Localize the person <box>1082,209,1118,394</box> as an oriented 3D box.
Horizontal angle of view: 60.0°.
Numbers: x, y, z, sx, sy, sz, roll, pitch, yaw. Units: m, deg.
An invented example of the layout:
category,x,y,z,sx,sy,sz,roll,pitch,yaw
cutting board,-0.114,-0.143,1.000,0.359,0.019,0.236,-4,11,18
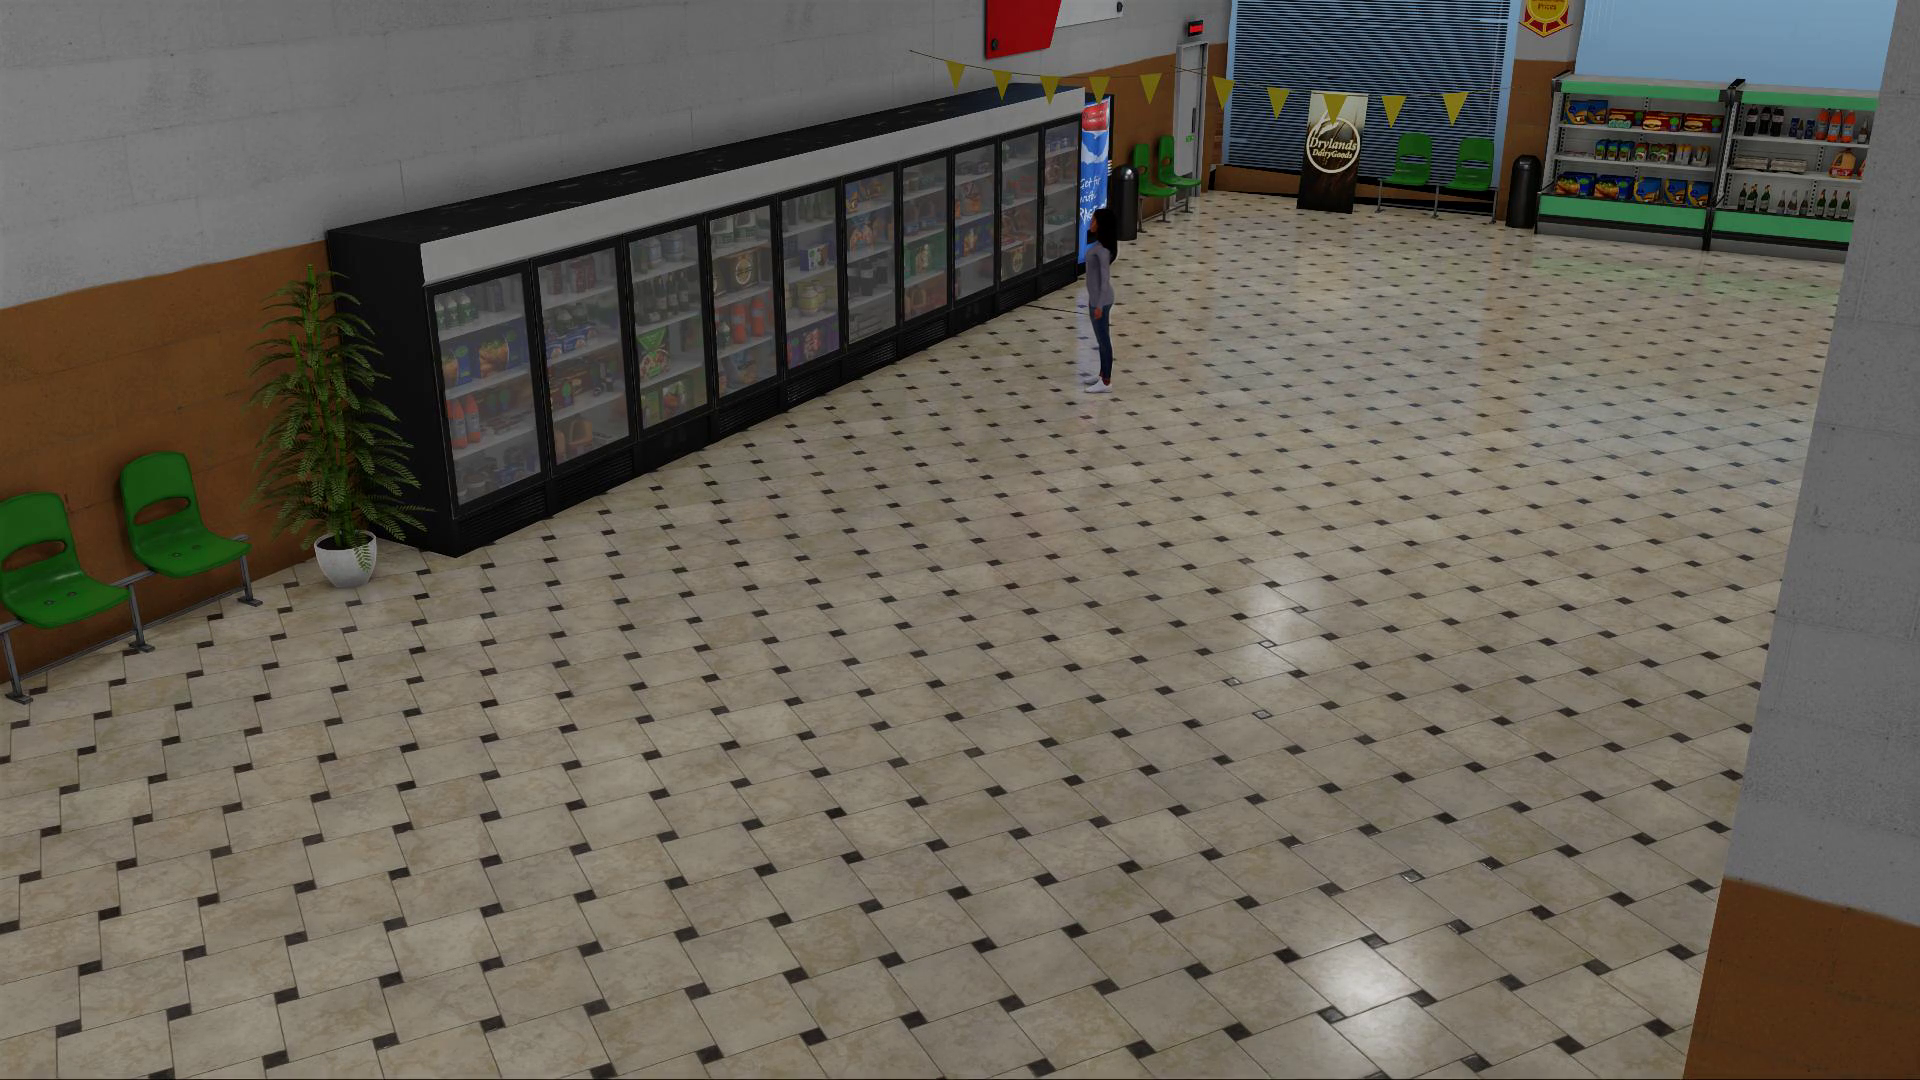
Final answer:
category,x,y,z,sx,sy,sz,roll,pitch,yaw
person,1.343,-2.264,15.724,0.676,1.735,0.686,1,22,3
